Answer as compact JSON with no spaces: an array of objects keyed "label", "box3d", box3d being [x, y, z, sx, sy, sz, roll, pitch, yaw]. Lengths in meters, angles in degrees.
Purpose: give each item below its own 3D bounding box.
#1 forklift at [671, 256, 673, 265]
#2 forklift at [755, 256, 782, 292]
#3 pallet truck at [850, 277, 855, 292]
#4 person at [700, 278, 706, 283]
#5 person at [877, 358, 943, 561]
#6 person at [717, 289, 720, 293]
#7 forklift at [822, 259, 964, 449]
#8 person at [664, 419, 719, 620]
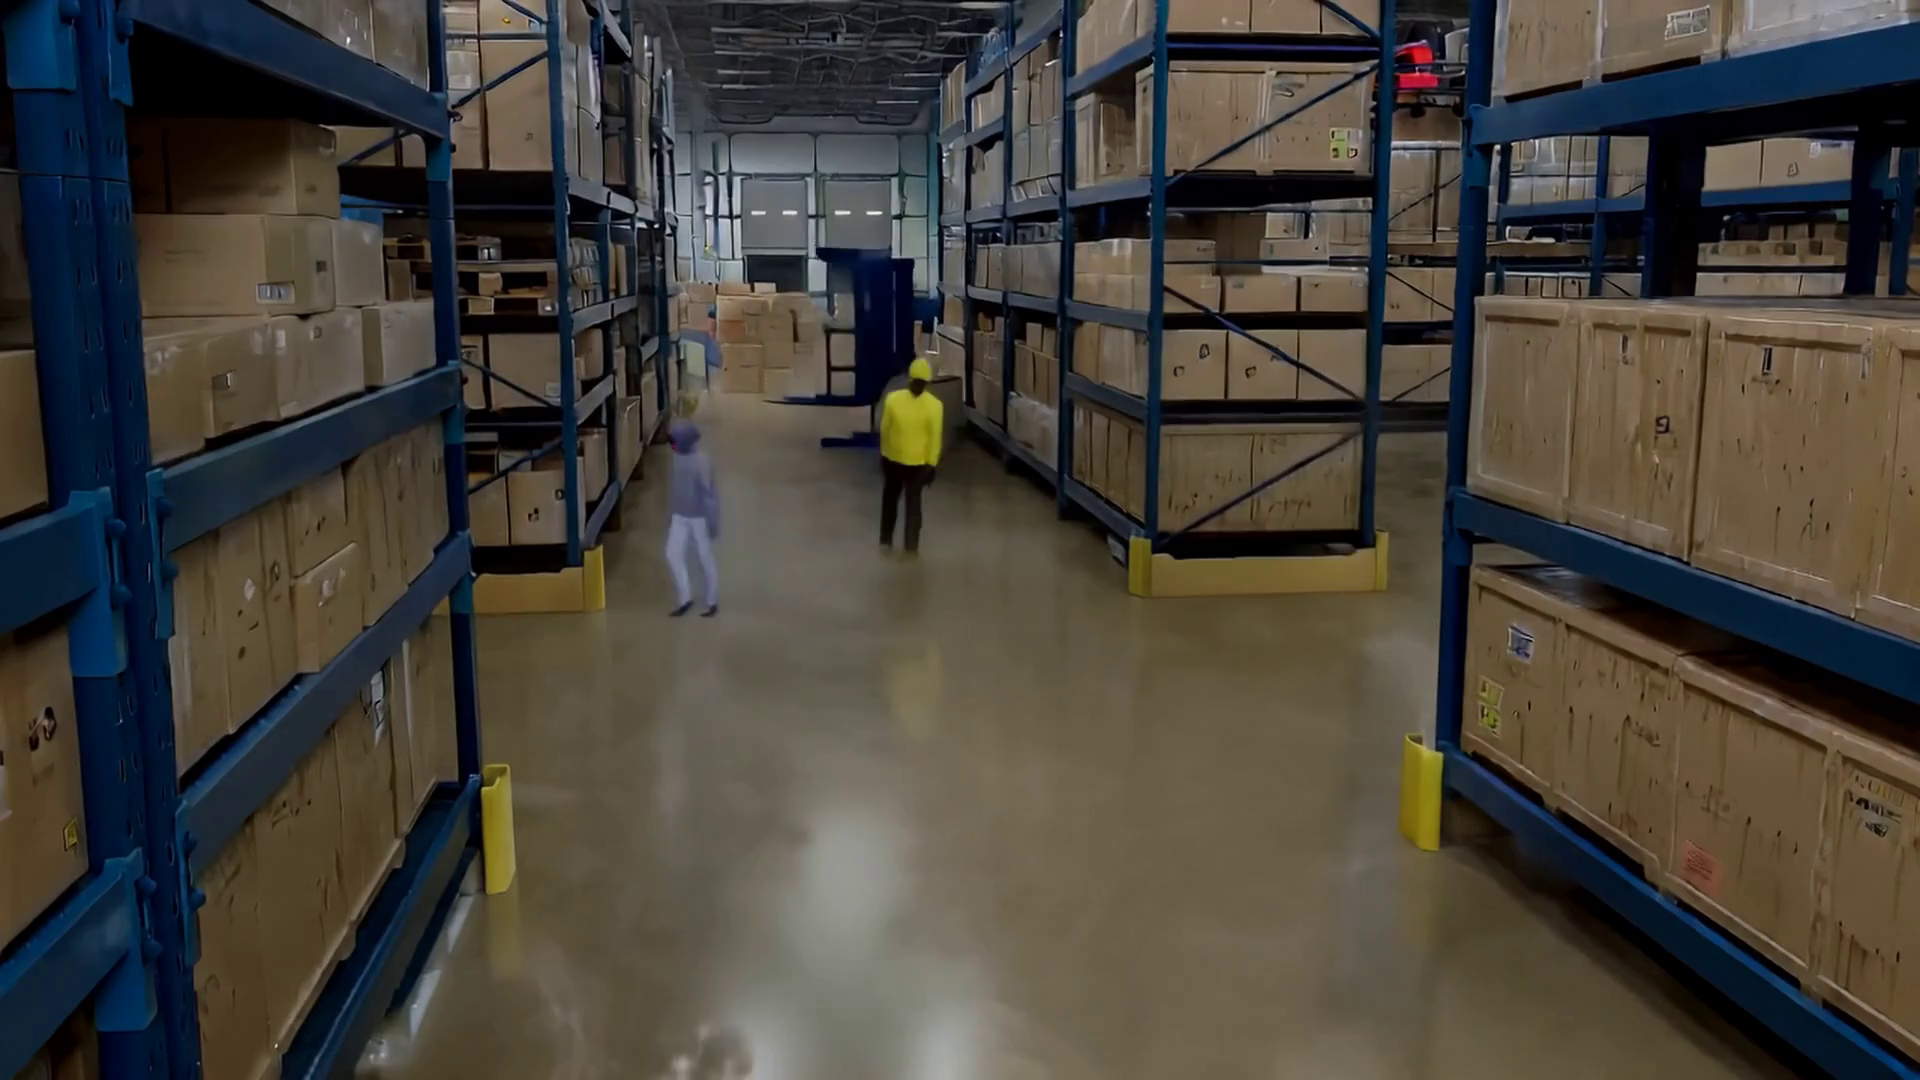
[{"label":"forklift","box3d":[-10.987,-9.066,61.344,1.129,2.768,1.873,-1,10,-7]},{"label":"forklift","box3d":[-6.827,-8.743,59.466,1.129,2.768,1.873,4,10,21]},{"label":"pallet truck","box3d":[-3.782,-9.391,65.808,1.885,1.965,0.823,2,10,10]},{"label":"person","box3d":[-10.665,-9.893,68.936,0.544,1.928,0.376,-9,13,-41]},{"label":"person","box3d":[-0.482,-0.747,15.671,0.692,1.940,0.463,3,10,18]},{"label":"person","box3d":[-8.866,-8.431,61.316,0.542,1.606,0.757,-9,13,-41]},{"label":"forklift","box3d":[-0.972,-2.768,24.679,1.873,2.768,1.129,4,11,22]},{"label":"person","box3d":[-2.151,-0.158,13.181,0.607,1.595,0.590,8,12,38]}]
